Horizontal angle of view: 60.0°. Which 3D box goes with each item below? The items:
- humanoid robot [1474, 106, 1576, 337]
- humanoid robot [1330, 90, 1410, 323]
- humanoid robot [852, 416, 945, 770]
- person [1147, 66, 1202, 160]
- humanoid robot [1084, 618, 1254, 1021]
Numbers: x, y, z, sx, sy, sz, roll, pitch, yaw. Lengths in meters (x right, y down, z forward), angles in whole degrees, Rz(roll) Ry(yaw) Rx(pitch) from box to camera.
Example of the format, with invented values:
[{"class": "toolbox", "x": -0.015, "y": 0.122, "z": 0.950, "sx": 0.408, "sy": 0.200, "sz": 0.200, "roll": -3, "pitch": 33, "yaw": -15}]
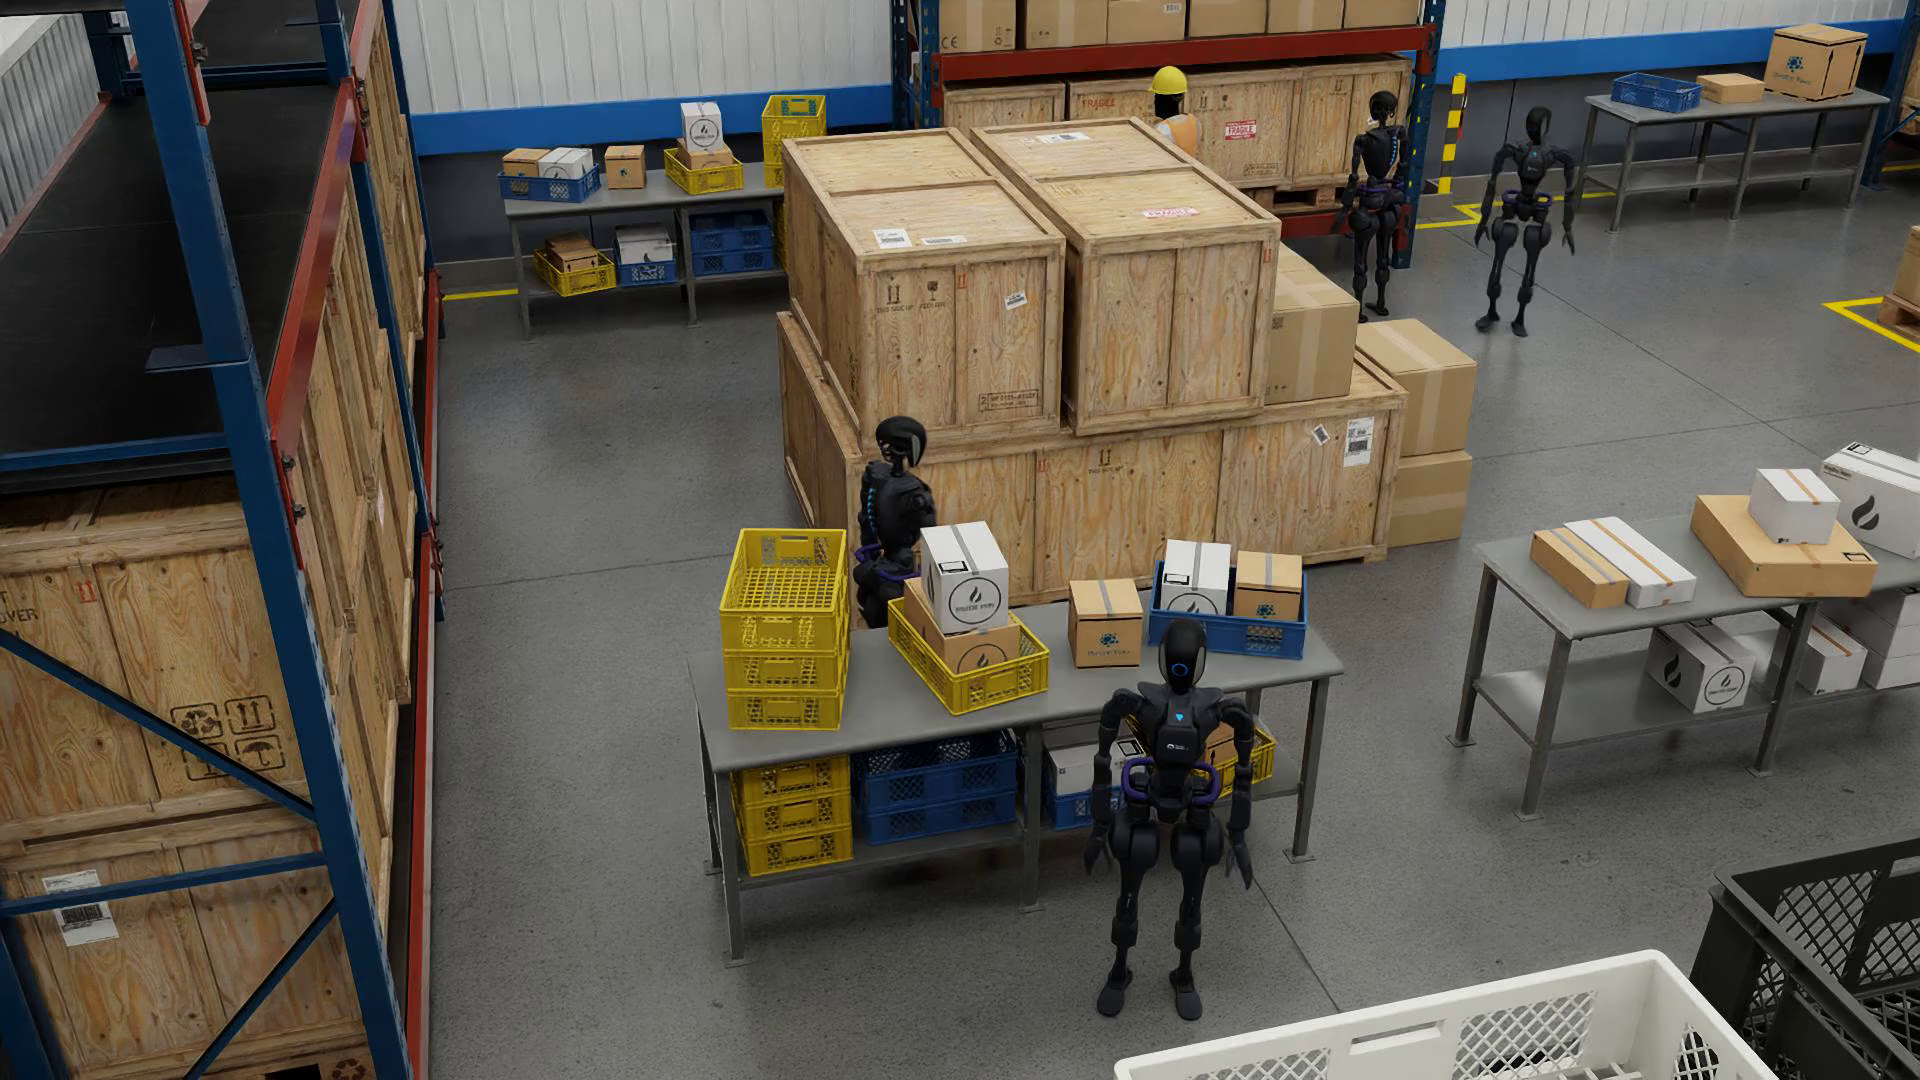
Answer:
[{"class": "humanoid robot", "x": 4.004, "y": -2.238, "z": 11.721, "sx": 0.691, "sy": 1.647, "sz": 0.370, "roll": 10, "pitch": 30, "yaw": 17}, {"class": "humanoid robot", "x": 2.980, "y": -2.417, "z": 12.026, "sx": 0.601, "sy": 1.659, "sz": 0.328, "roll": -17, "pitch": 33, "yaw": -28}, {"class": "humanoid robot", "x": -0.267, "y": 0.223, "z": 7.241, "sx": 0.327, "sy": 1.654, "sz": 0.591, "roll": -20, "pitch": 34, "yaw": -31}, {"class": "person", "x": 1.423, "y": -2.331, "z": 11.628, "sx": 0.373, "sy": 1.925, "sz": 0.593, "roll": 20, "pitch": 35, "yaw": 32}, {"class": "humanoid robot", "x": 0.734, "y": 1.003, "z": 5.821, "sx": 0.591, "sy": 1.657, "sz": 0.327, "roll": 3, "pitch": 29, "yaw": 5}]
